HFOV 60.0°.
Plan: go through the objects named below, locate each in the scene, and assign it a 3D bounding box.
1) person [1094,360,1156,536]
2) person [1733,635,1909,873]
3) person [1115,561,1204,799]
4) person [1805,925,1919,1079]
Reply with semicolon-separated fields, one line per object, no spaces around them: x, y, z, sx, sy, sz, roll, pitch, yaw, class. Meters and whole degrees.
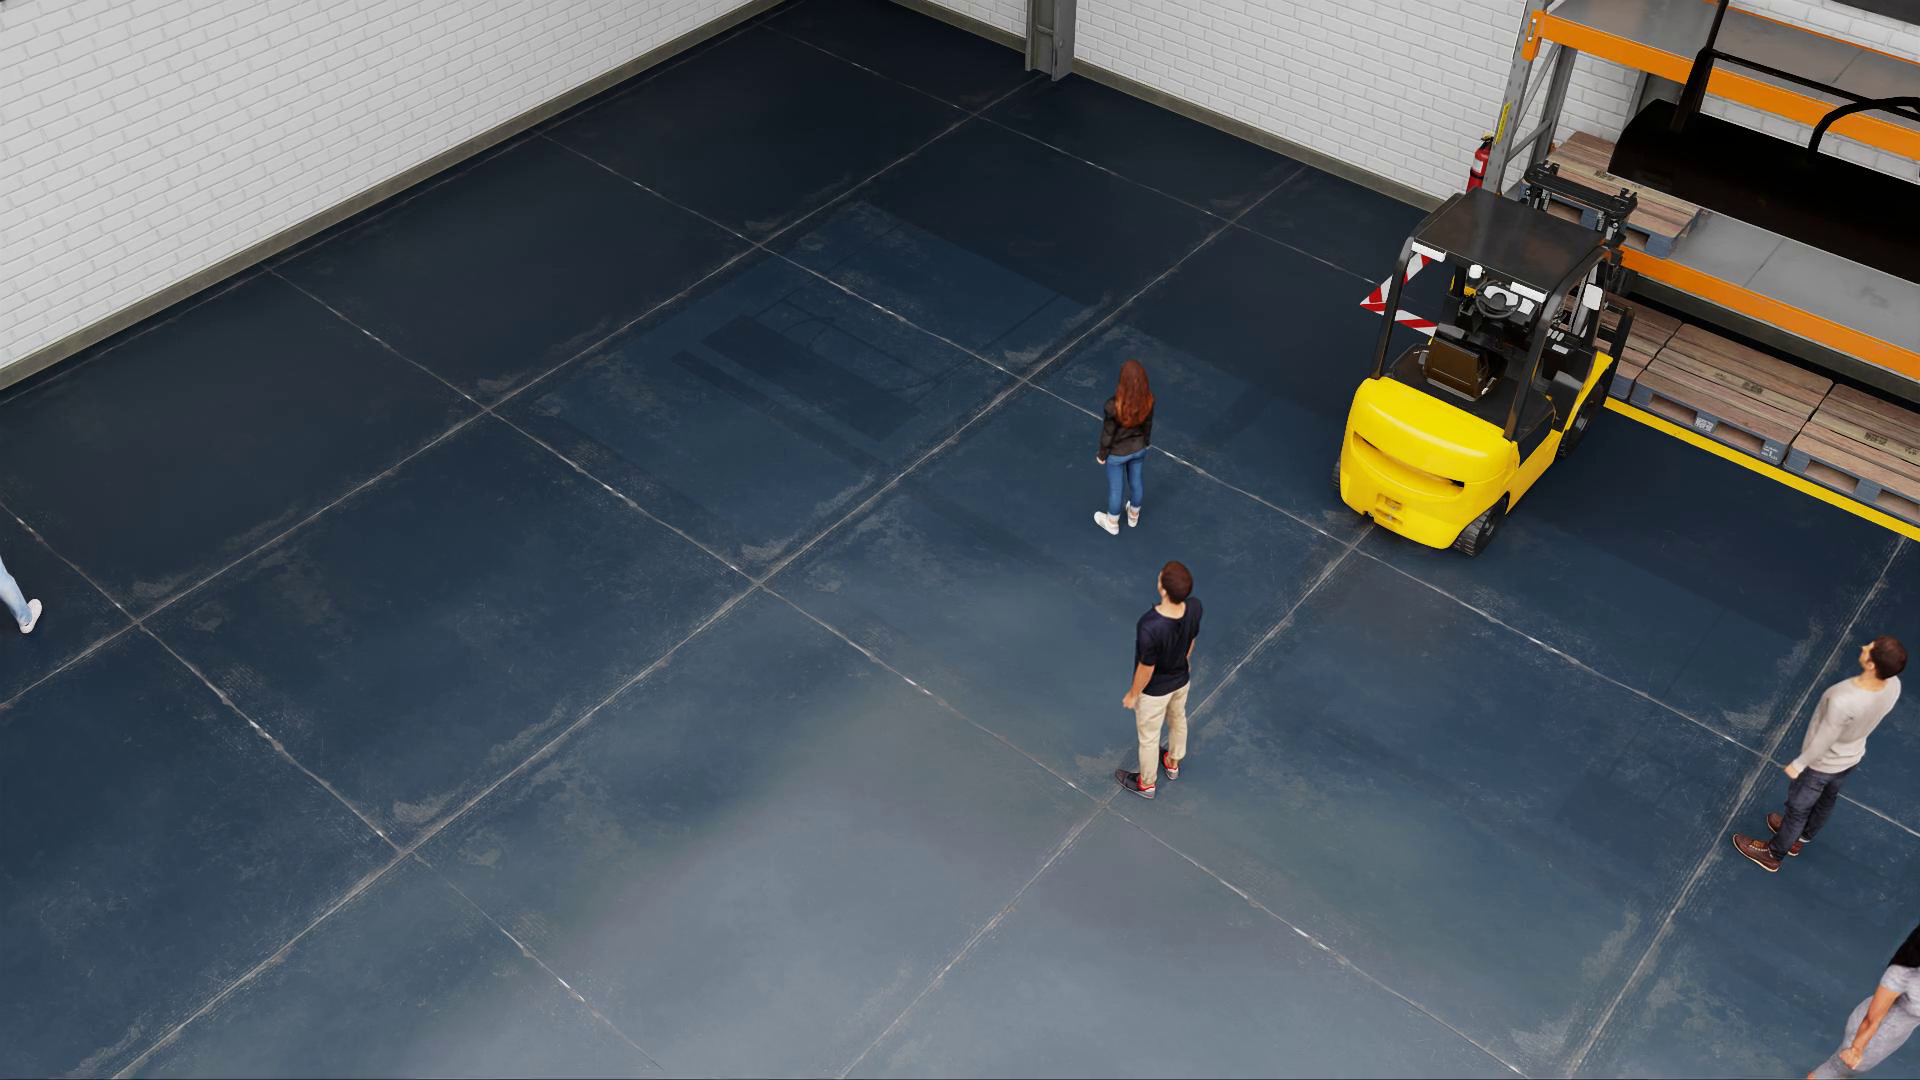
1.161;-0.653;11.588;0.633;1.483;0.632;-18;47;-18;person
4.893;1.211;9.353;0.723;1.868;0.699;-21;47;-21;person
1.196;0.824;9.766;0.677;1.859;0.589;-29;51;-27;person
4.495;2.403;8.165;0.657;1.781;0.643;-21;48;-21;person
